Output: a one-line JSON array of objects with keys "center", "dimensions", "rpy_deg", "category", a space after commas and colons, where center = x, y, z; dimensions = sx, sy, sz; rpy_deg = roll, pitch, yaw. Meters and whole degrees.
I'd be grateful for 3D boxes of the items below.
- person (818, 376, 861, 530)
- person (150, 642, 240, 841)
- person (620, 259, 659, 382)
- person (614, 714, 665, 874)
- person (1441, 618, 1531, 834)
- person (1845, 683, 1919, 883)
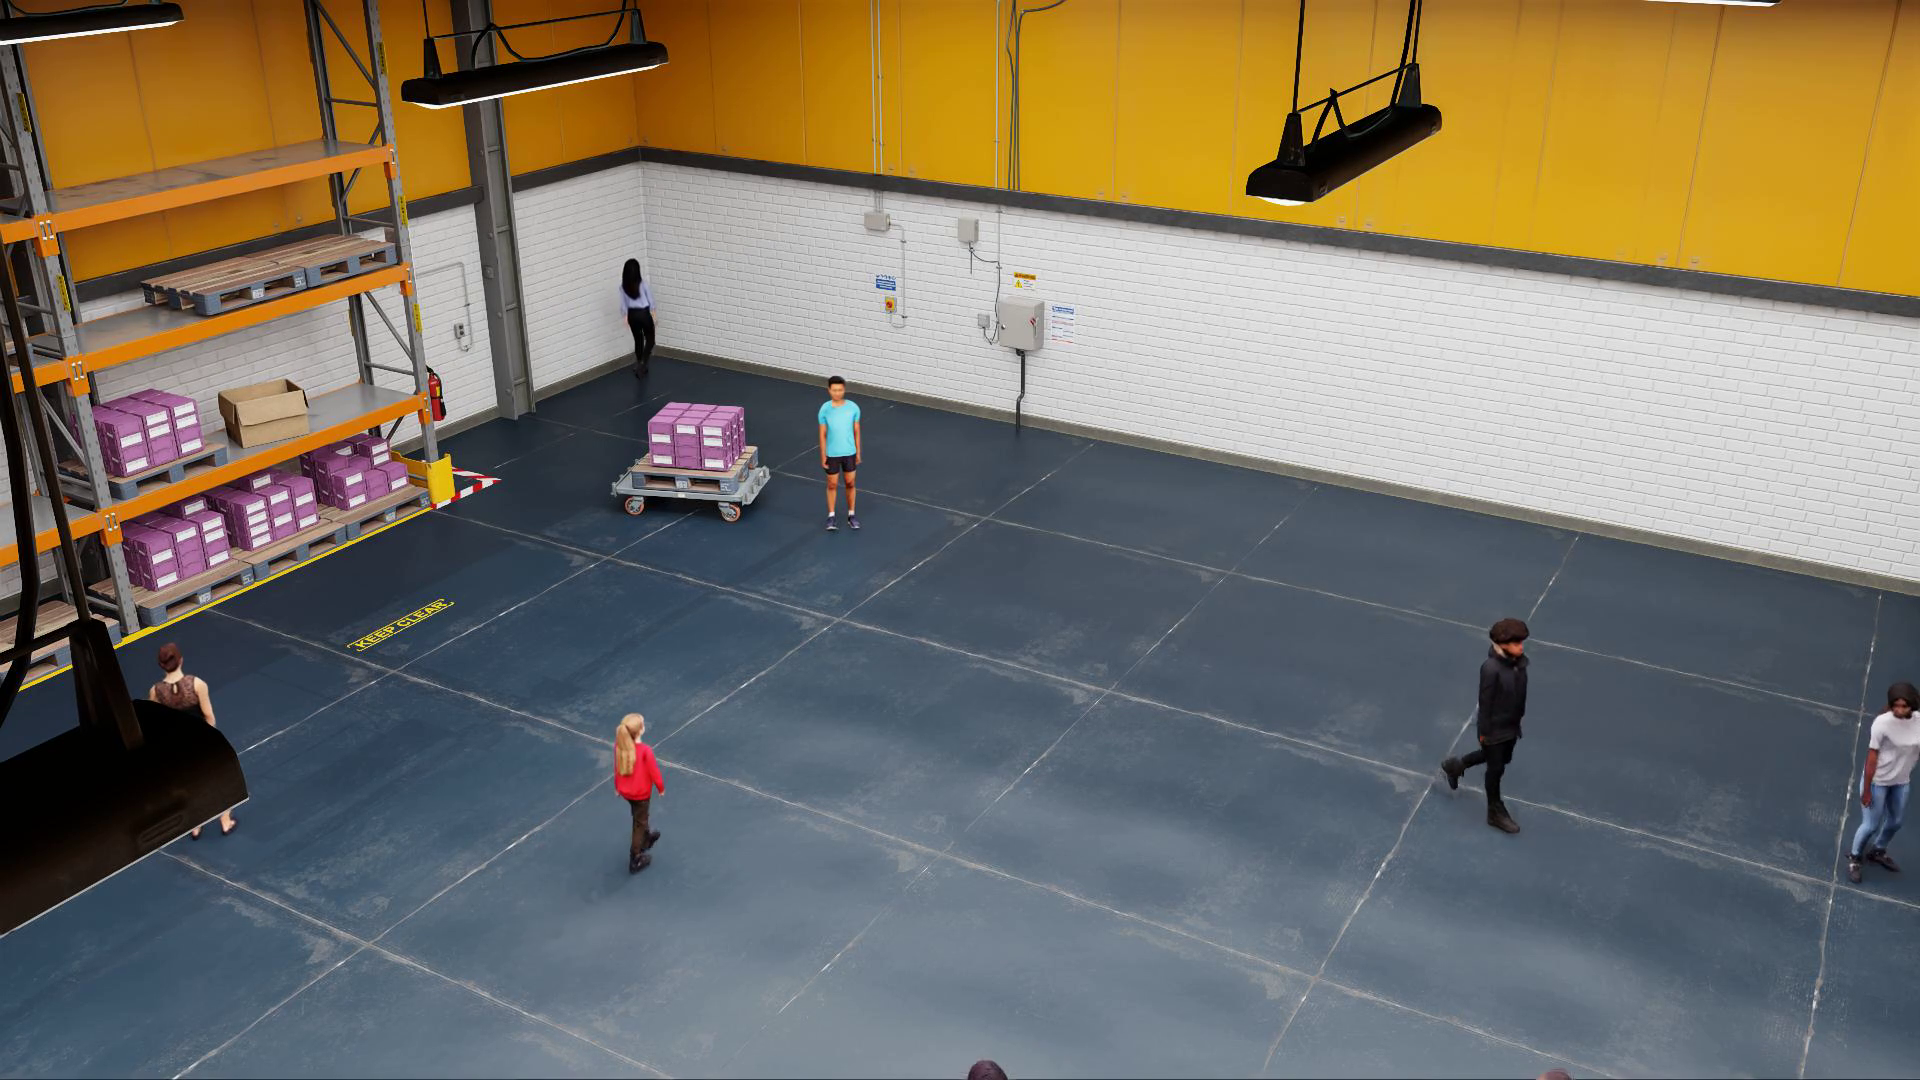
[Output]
[{"center": [-1.324, -0.970, 18.371], "dimensions": [0.667, 1.773, 0.709], "rpy_deg": [-4, 24, -10], "category": "person"}, {"center": [-5.910, 1.542, 12.747], "dimensions": [0.682, 1.675, 0.737], "rpy_deg": [-5, 24, -11], "category": "person"}, {"center": [-4.467, -3.030, 23.140], "dimensions": [0.830, 1.728, 1.053], "rpy_deg": [5, 24, 11], "category": "person"}, {"center": [-2.454, 1.905, 12.429], "dimensions": [0.527, 1.266, 0.711], "rpy_deg": [12, 26, 25], "category": "person"}, {"center": [4.154, 1.391, 12.991], "dimensions": [1.064, 1.757, 0.939], "rpy_deg": [-17, 29, -34], "category": "person"}, {"center": [6.804, 1.764, 12.224], "dimensions": [0.820, 1.688, 0.850], "rpy_deg": [-9, 25, -19], "category": "person"}]
